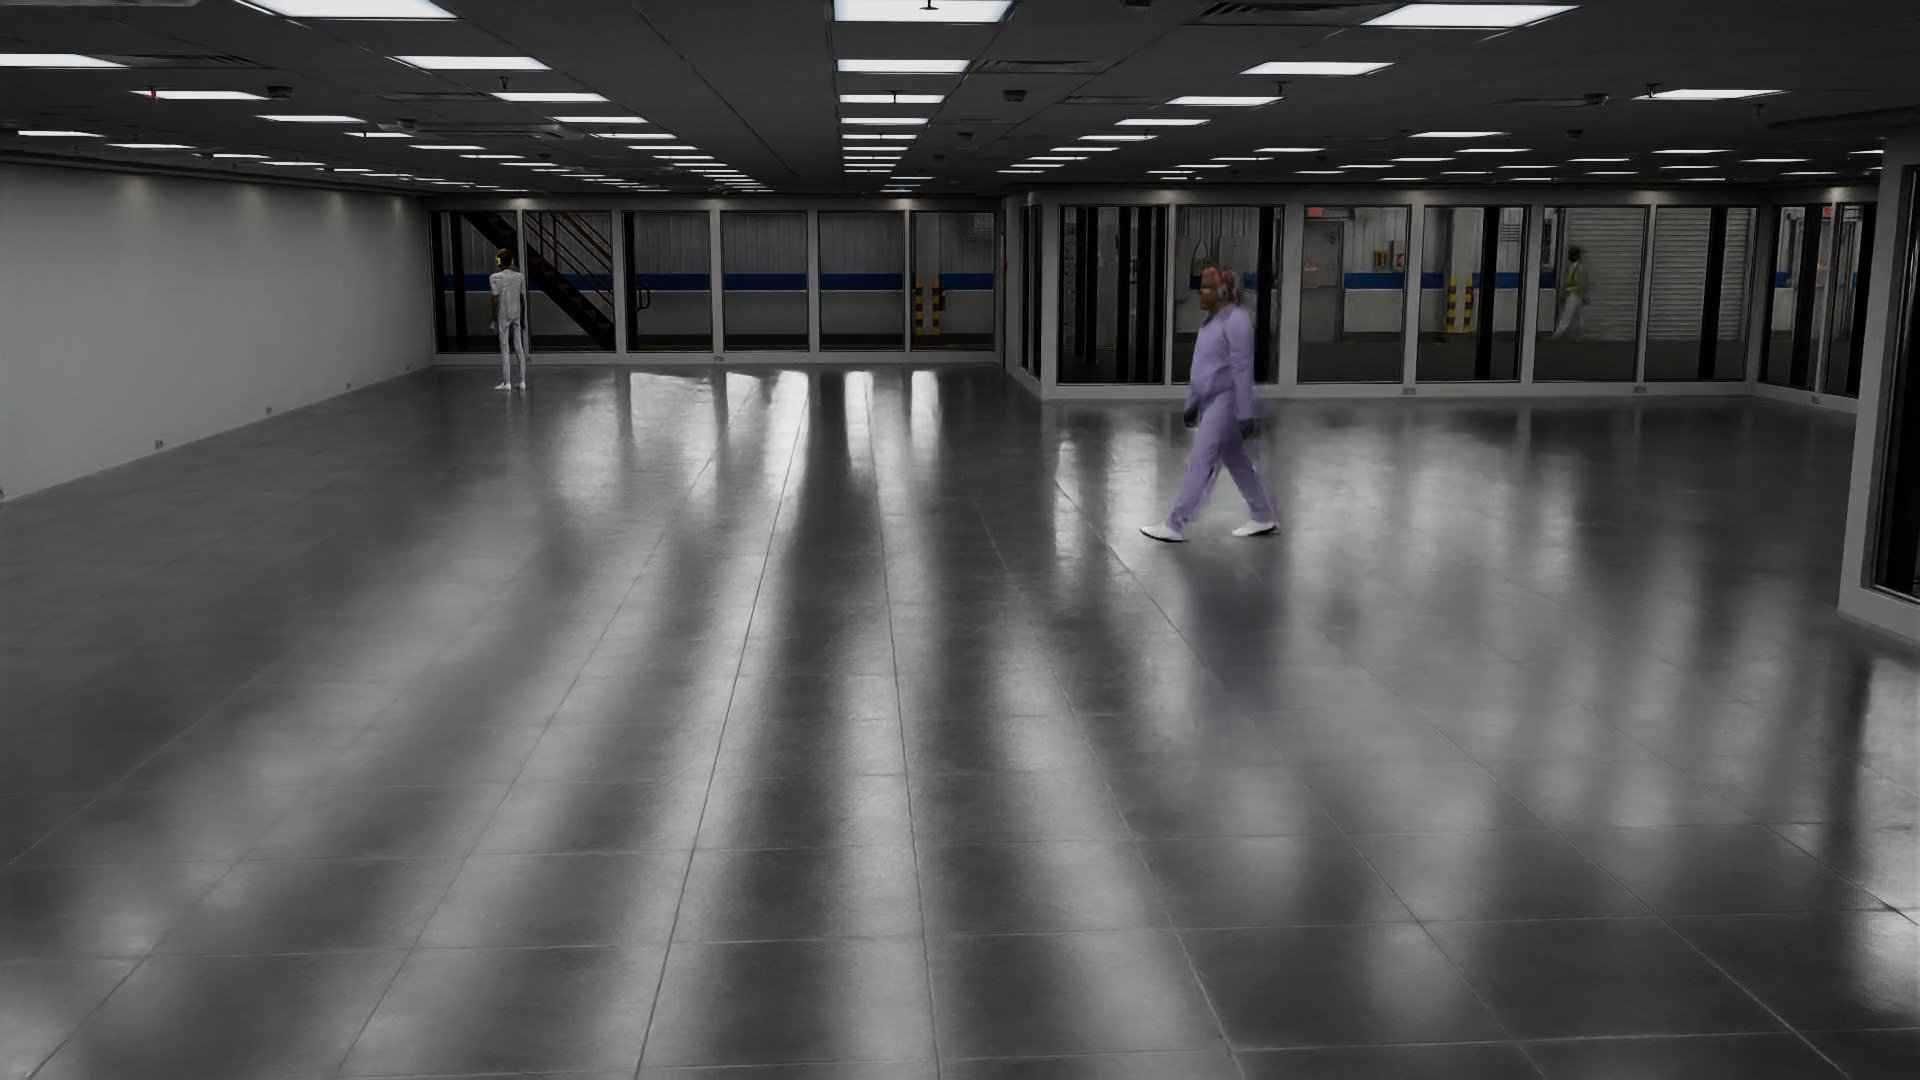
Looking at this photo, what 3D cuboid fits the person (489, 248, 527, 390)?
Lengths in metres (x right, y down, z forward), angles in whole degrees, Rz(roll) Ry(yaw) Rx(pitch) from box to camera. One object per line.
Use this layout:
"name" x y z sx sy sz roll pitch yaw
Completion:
"person" -5.984 -2.913 22.002 0.514 1.872 0.328 -10 14 -43

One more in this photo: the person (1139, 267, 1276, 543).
"person" 1.734 -0.908 11.237 1.017 1.852 0.670 -1 11 -8
